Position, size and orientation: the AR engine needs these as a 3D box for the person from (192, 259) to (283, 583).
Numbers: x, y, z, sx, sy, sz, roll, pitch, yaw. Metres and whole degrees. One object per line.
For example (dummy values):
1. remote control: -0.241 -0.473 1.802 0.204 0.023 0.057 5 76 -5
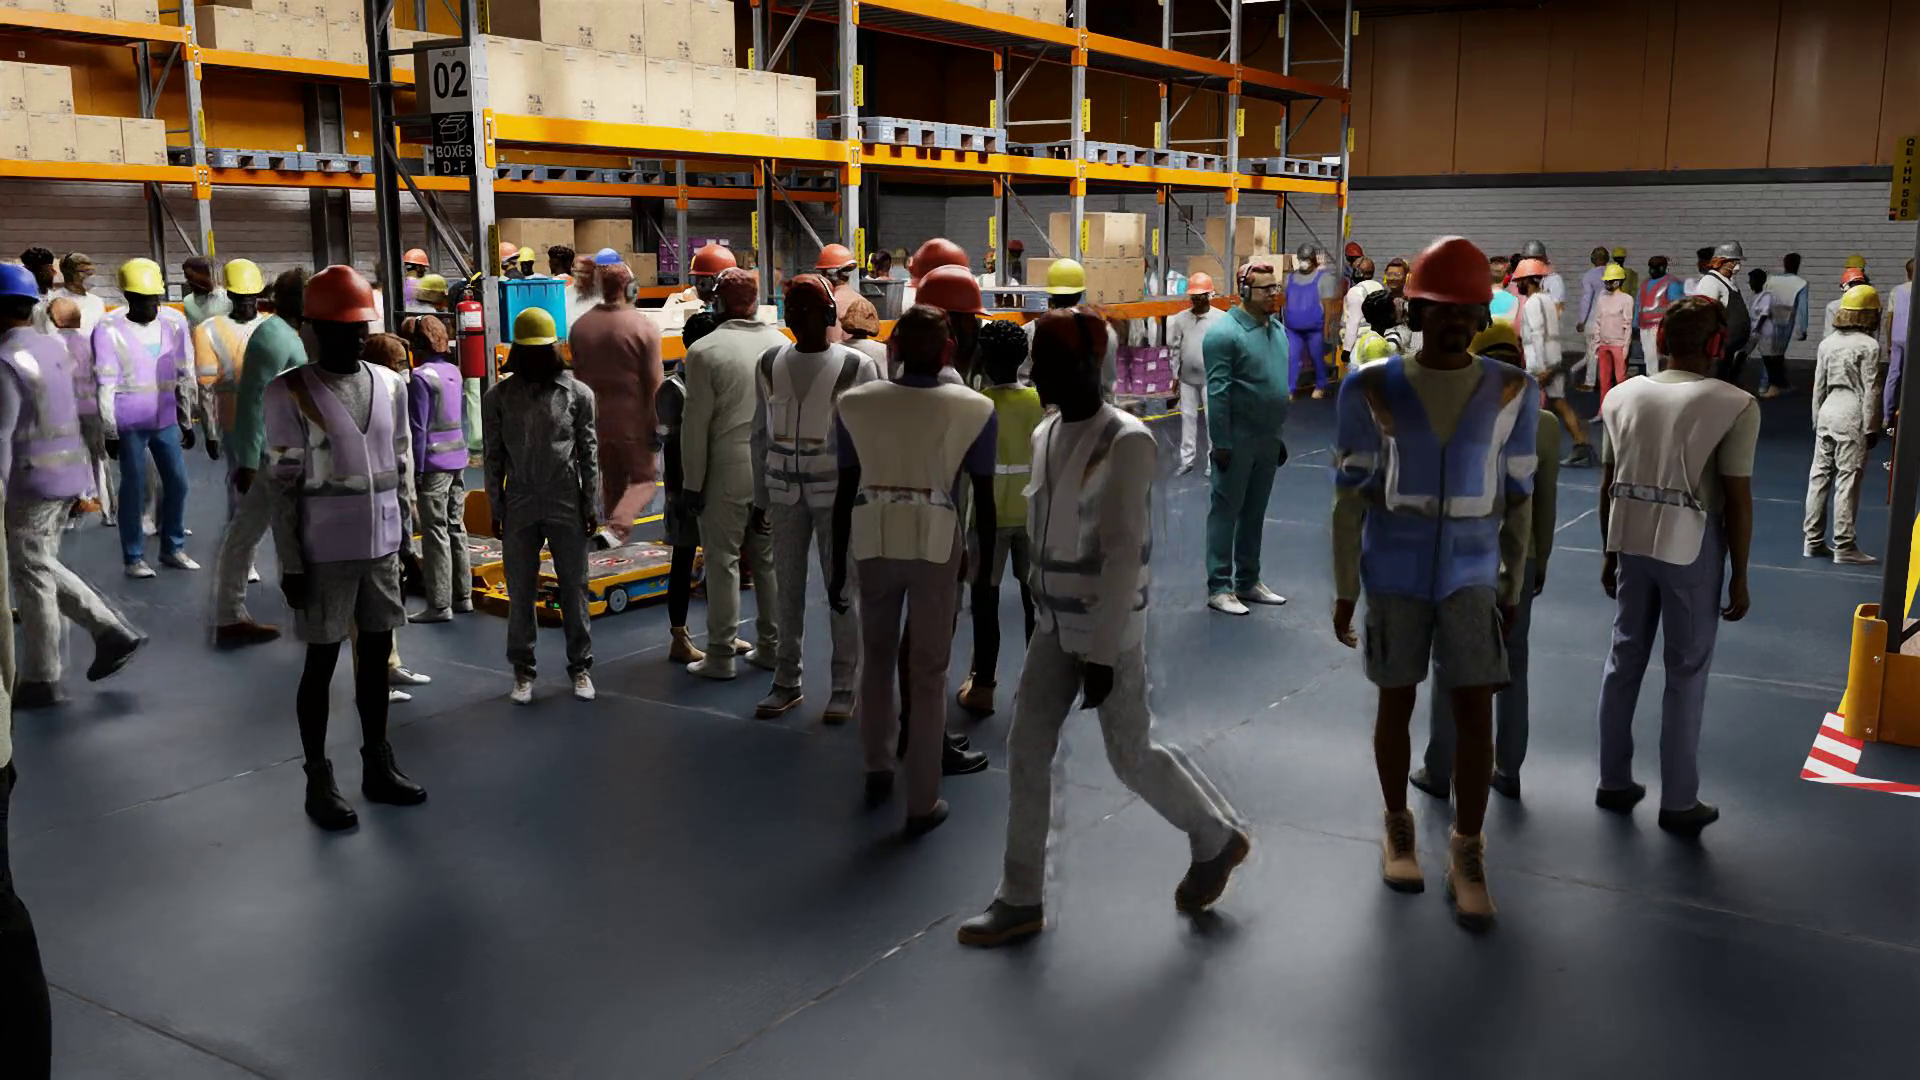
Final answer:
1. person: -4.192 -0.699 9.867 0.591 1.913 0.399 -10 14 -44

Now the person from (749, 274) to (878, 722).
1. person: -0.624 -0.170 7.014 0.572 1.883 0.356 3 11 18

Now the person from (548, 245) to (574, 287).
1. person: -4.498 -2.342 18.814 0.367 1.966 0.606 3 11 18

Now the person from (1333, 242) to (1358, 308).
1. person: 6.659 -4.100 28.511 0.612 1.986 0.407 -4 11 -23

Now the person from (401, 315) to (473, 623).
1. person: -2.784 -0.379 8.871 0.312 1.632 0.526 1 10 6

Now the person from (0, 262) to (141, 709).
1. person: -3.988 -0.234 7.233 0.487 1.926 0.651 -1 10 -6

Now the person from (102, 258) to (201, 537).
1. person: -5.437 -0.945 11.264 0.417 1.906 0.611 5 11 26

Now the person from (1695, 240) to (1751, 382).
1. person: 7.637 -1.995 16.687 0.535 2.000 0.681 8 13 39

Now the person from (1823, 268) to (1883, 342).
1. person: 8.958 -1.866 16.782 0.563 1.744 0.336 0 10 1

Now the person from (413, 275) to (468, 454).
1. person: -4.902 -1.577 15.307 0.487 1.699 0.603 10 14 44

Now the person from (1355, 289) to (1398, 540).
1. person: 2.777 -0.826 11.159 0.320 1.697 0.532 1 10 6

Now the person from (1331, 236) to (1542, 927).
1. person: 1.411 0.126 4.960 0.607 2.020 0.761 2 10 9

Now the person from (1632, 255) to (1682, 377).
1. person: 8.908 -2.758 21.507 0.591 1.823 0.640 -3 11 -16

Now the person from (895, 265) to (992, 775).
1. person: -0.066 -0.068 6.323 0.388 1.930 0.544 -3 11 -17

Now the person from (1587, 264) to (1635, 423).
1. person: 7.139 -2.129 18.220 0.350 1.759 0.523 -4 11 -22

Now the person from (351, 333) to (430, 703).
1. person: -2.541 -0.100 7.346 0.298 1.624 0.497 0 10 2

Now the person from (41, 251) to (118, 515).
1. person: -6.488 -1.158 12.334 0.370 1.939 0.631 0 10 2

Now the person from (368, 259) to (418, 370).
1. person: -4.109 -1.118 12.172 0.453 1.926 0.646 1 10 7

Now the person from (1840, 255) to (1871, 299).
1. person: 12.182 -2.970 22.692 0.403 1.825 0.593 4 11 22

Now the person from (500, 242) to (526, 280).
1. person: -5.282 -2.511 19.677 0.392 1.991 0.612 0 10 -2

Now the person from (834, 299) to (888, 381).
1. person: -0.648 -0.784 11.105 0.499 1.633 0.286 6 12 29

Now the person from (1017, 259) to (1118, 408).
1. person: 0.588 -0.611 9.360 0.587 1.920 0.396 3 11 18

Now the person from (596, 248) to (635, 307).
1. person: -3.538 -2.016 17.090 0.419 1.939 0.607 4 11 19

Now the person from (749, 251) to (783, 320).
1. person: -2.829 -3.152 23.536 0.713 1.910 0.392 -6 12 -32

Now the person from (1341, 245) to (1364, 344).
1. person: 6.428 -3.845 27.219 0.545 1.939 0.354 -10 14 -43

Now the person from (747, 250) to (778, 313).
1. person: -2.856 -3.278 24.237 0.648 1.899 0.755 2 10 9

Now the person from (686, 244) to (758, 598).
1. person: -1.357 -0.663 9.428 0.375 1.997 0.612 5 11 25

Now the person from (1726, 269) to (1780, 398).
1. person: 10.141 -2.624 21.243 0.841 1.641 0.530 -2 10 -9

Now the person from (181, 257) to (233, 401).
1. person: -6.569 -1.575 14.822 0.628 1.868 0.530 3 11 16

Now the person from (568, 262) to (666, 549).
1. person: -2.060 -0.707 9.964 0.649 1.893 0.621 4 11 23

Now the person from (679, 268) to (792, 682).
1. person: -1.024 -0.302 7.721 0.654 1.896 0.399 -10 14 -44

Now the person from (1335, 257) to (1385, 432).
1. person: 4.199 -2.037 17.475 0.429 1.844 0.623 9 14 42

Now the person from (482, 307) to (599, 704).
1. person: -1.817 -0.142 7.264 0.484 1.737 0.321 -2 10 -11
